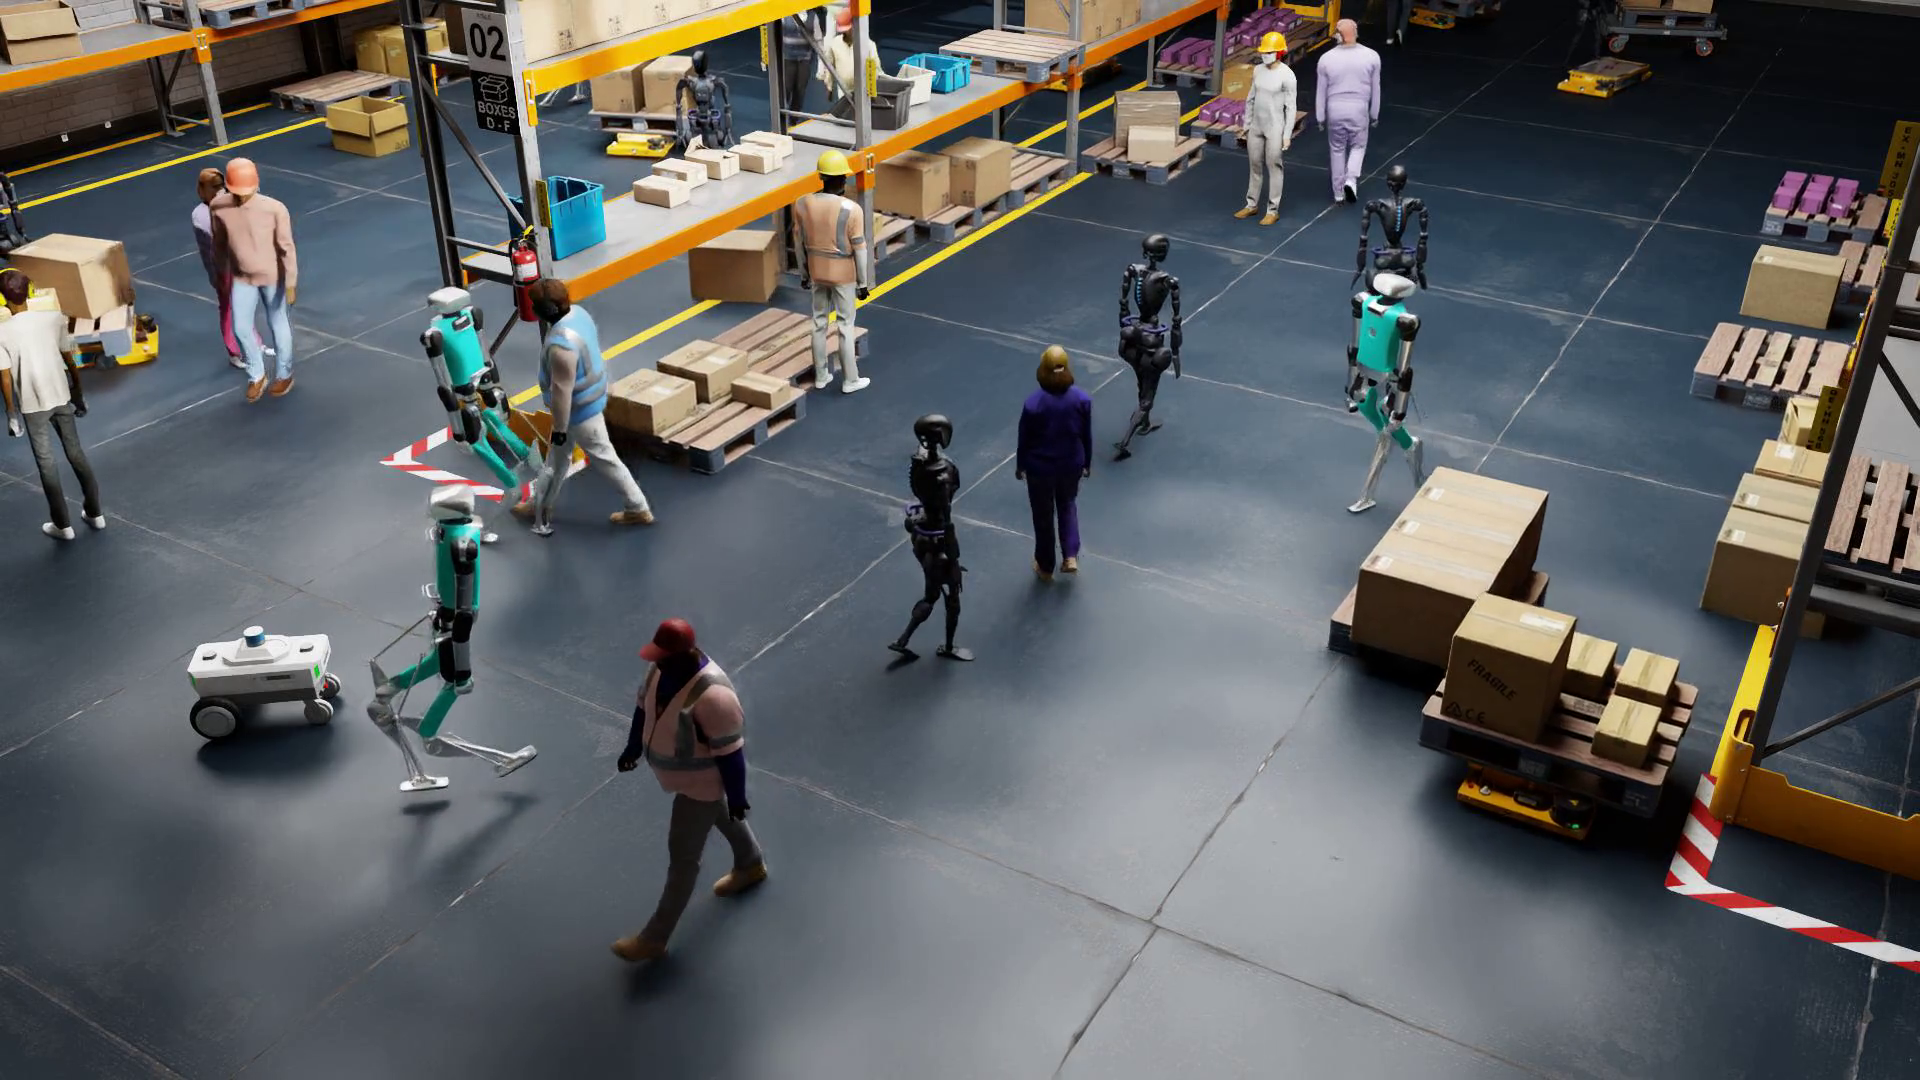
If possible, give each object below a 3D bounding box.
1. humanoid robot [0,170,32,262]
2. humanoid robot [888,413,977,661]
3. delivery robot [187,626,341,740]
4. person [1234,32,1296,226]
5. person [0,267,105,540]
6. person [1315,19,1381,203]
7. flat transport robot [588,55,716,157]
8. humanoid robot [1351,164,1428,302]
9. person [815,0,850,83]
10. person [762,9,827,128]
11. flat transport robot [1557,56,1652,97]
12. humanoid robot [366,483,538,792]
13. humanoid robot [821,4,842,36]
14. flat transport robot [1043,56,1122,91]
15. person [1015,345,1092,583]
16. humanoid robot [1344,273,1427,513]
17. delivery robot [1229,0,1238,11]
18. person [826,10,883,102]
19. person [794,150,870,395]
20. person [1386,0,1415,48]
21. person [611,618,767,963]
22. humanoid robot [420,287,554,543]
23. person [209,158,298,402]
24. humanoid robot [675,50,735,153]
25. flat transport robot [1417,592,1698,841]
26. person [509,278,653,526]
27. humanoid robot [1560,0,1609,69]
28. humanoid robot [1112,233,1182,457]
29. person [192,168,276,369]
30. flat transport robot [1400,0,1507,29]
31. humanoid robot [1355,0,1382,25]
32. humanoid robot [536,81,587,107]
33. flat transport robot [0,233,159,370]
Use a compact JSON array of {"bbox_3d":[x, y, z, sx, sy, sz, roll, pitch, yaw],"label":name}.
[{"bbox_3d":[-8.127,-2.530,13.978,0.365,1.649,0.590,23,37,35],"label":"humanoid robot"},{"bbox_3d":[-0.168,0.008,9.540,0.521,1.656,0.593,-10,31,-17],"label":"humanoid robot"},{"bbox_3d":[-3.917,0.770,9.309,0.811,0.613,0.499,-4,30,-8],"label":"delivery robot"},{"bbox_3d":[3.046,-4.083,16.515,0.372,1.893,0.583,-25,38,-36],"label":"person"},{"bbox_3d":[-6.002,-0.886,10.902,0.350,1.856,0.524,20,35,31],"label":"person"},{"bbox_3d":[3.939,-4.341,16.983,0.678,1.878,0.534,7,30,13],"label":"person"},{"bbox_3d":[-3.553,-4.752,19.348,0.659,0.231,1.431,5,30,8],"label":"flat transport robot"},{"bbox_3d":[3.480,-2.186,13.381,0.613,1.633,0.433,-2,30,-3],"label":"humanoid robot"},{"bbox_3d":[-1.535,-6.851,21.512,0.619,1.793,0.961,17,34,28],"label":"person"},{"bbox_3d":[-1.925,-5.546,19.268,0.768,1.725,0.485,-10,31,-17],"label":"person"},{"bbox_3d":[8.379,-6.009,21.571,0.659,0.231,1.431,24,37,36],"label":"flat transport robot"},{"bbox_3d":[-2.725,0.570,8.435,0.946,1.722,0.560,-11,31,-19],"label":"humanoid robot"},{"bbox_3d":[-1.726,-7.400,22.647,0.810,1.883,0.563,-15,33,-24],"label":"humanoid robot"},{"bbox_3d":[1.521,-6.167,21.851,0.659,0.231,1.431,17,33,27],"label":"flat transport robot"},{"bbox_3d":[0.585,-0.467,10.392,0.480,1.609,0.367,-8,30,-13],"label":"person"},{"bbox_3d":[2.998,-0.977,11.246,0.864,1.843,0.552,-19,34,-29],"label":"humanoid robot"},{"bbox_3d":[3.902,-8.473,25.639,0.795,0.593,0.499,12,32,21],"label":"delivery robot"},{"bbox_3d":[-1.134,-4.919,18.178,0.676,1.690,0.881,2,30,3],"label":"person"},{"bbox_3d":[-0.982,-2.071,12.925,0.590,1.922,0.375,12,32,20],"label":"person"},{"bbox_3d":[6.130,-7.767,23.092,0.523,1.829,0.634,13,32,22],"label":"person"},{"bbox_3d":[-1.269,1.073,7.587,0.930,1.701,0.623,-20,35,-31],"label":"person"},{"bbox_3d":[-2.958,-0.749,10.784,0.809,1.758,0.545,11,31,18],"label":"humanoid robot"},{"bbox_3d":[-5.386,-1.980,12.726,0.670,1.955,0.606,-1,29,-1],"label":"person"},{"bbox_3d":[-2.583,-4.144,16.848,0.606,1.645,0.382,-3,30,-5],"label":"humanoid robot"},{"bbox_3d":[3.237,1.080,9.032,0.659,0.231,1.431,17,34,27],"label":"flat transport robot"},{"bbox_3d":[-2.567,-0.888,10.992,0.995,1.779,0.639,-3,30,-5],"label":"person"},{"bbox_3d":[8.380,-7.051,22.002,0.550,1.638,0.590,25,38,37],"label":"humanoid robot"},{"bbox_3d":[1.317,-1.424,12.078,0.590,1.640,0.749,25,38,37],"label":"humanoid robot"},{"bbox_3d":[-5.896,-2.208,13.458,0.281,1.632,0.504,11,31,19],"label":"person"},{"bbox_3d":[7.378,-7.869,24.861,1.431,0.231,0.659,-22,36,-34],"label":"flat transport robot"},{"bbox_3d":[6.022,-8.408,24.346,0.536,1.796,0.734,-18,34,-29],"label":"humanoid robot"},{"bbox_3d":[-4.833,-6.119,20.270,0.975,1.731,0.575,-23,37,-35],"label":"humanoid robot"},{"bbox_3d":[-7.410,-1.578,13.732,1.431,0.231,0.659,-11,31,-19],"label":"flat transport robot"}]
